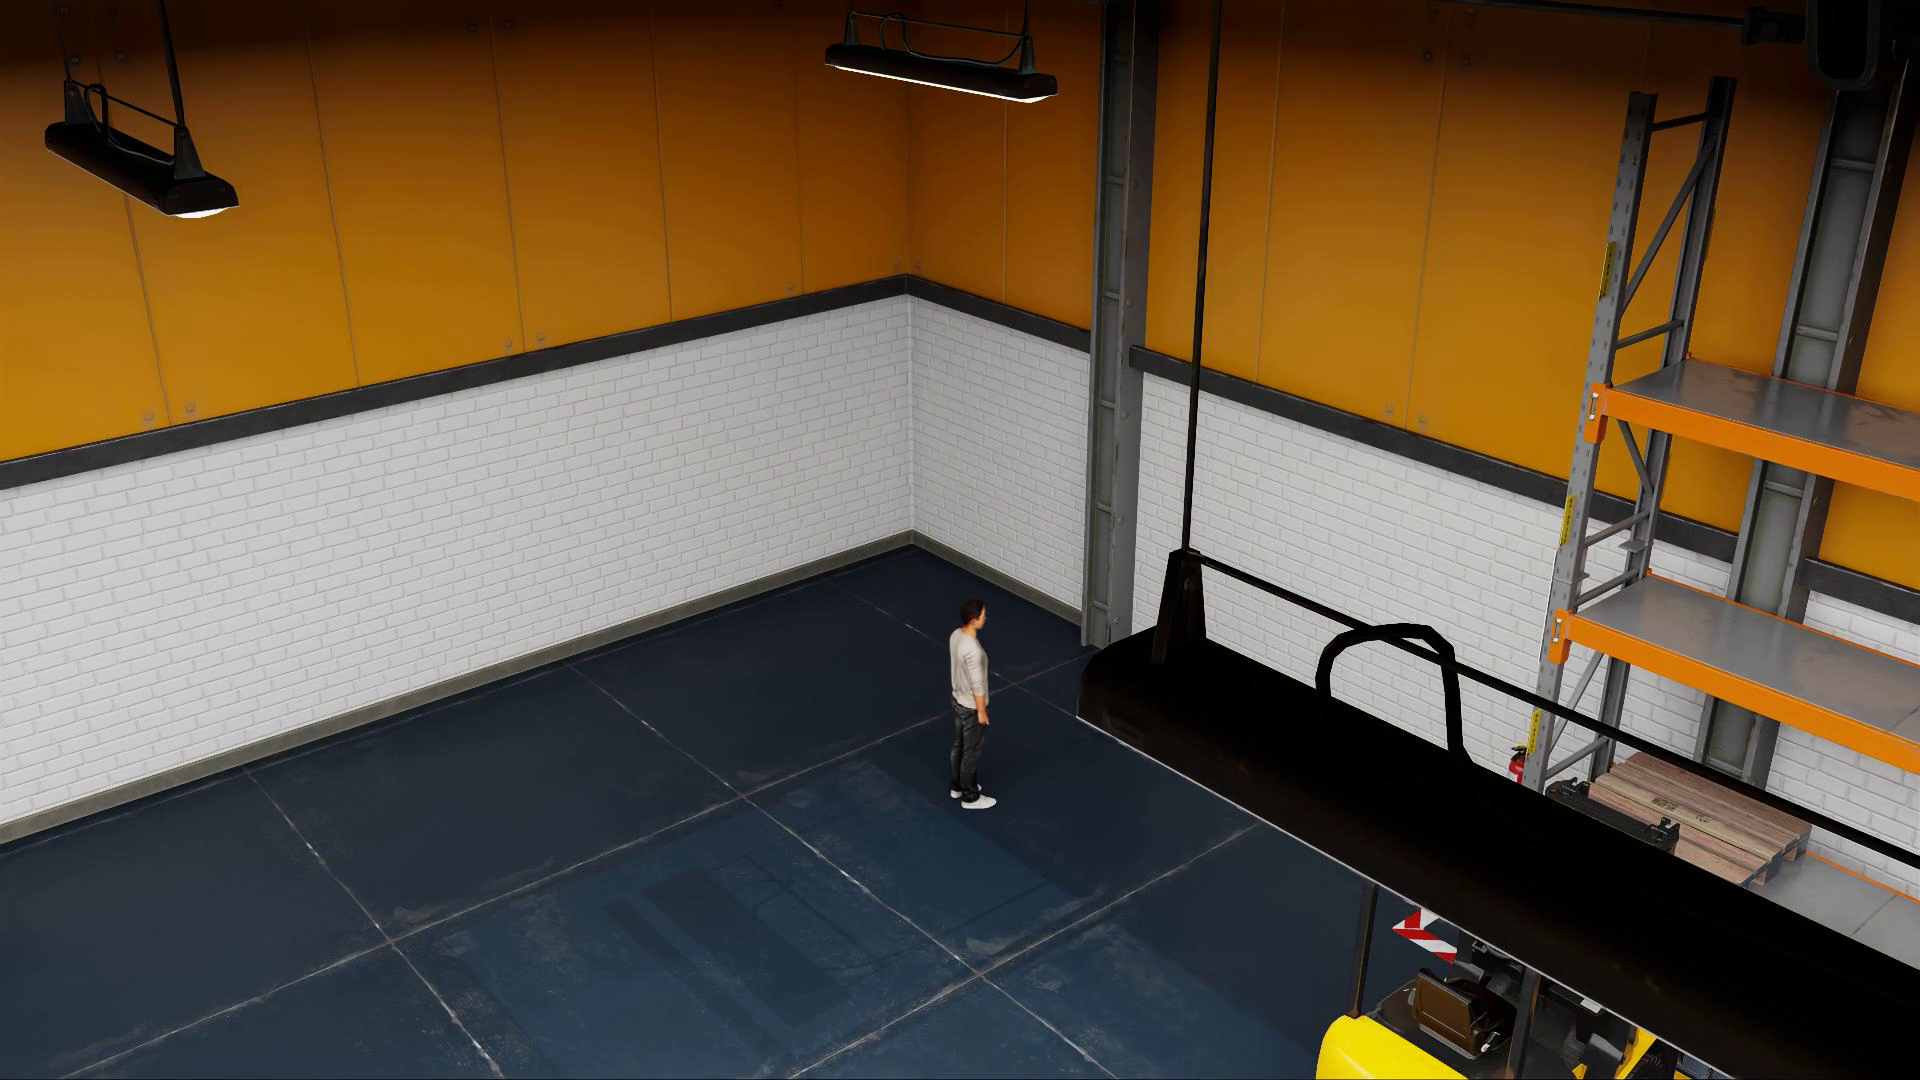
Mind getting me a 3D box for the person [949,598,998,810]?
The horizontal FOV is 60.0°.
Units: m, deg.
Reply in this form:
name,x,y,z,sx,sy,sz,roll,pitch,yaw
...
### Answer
name,x,y,z,sx,sy,sz,roll,pitch,yaw
person,0.064,1.300,13.309,0.778,1.807,0.605,-9,25,-20
